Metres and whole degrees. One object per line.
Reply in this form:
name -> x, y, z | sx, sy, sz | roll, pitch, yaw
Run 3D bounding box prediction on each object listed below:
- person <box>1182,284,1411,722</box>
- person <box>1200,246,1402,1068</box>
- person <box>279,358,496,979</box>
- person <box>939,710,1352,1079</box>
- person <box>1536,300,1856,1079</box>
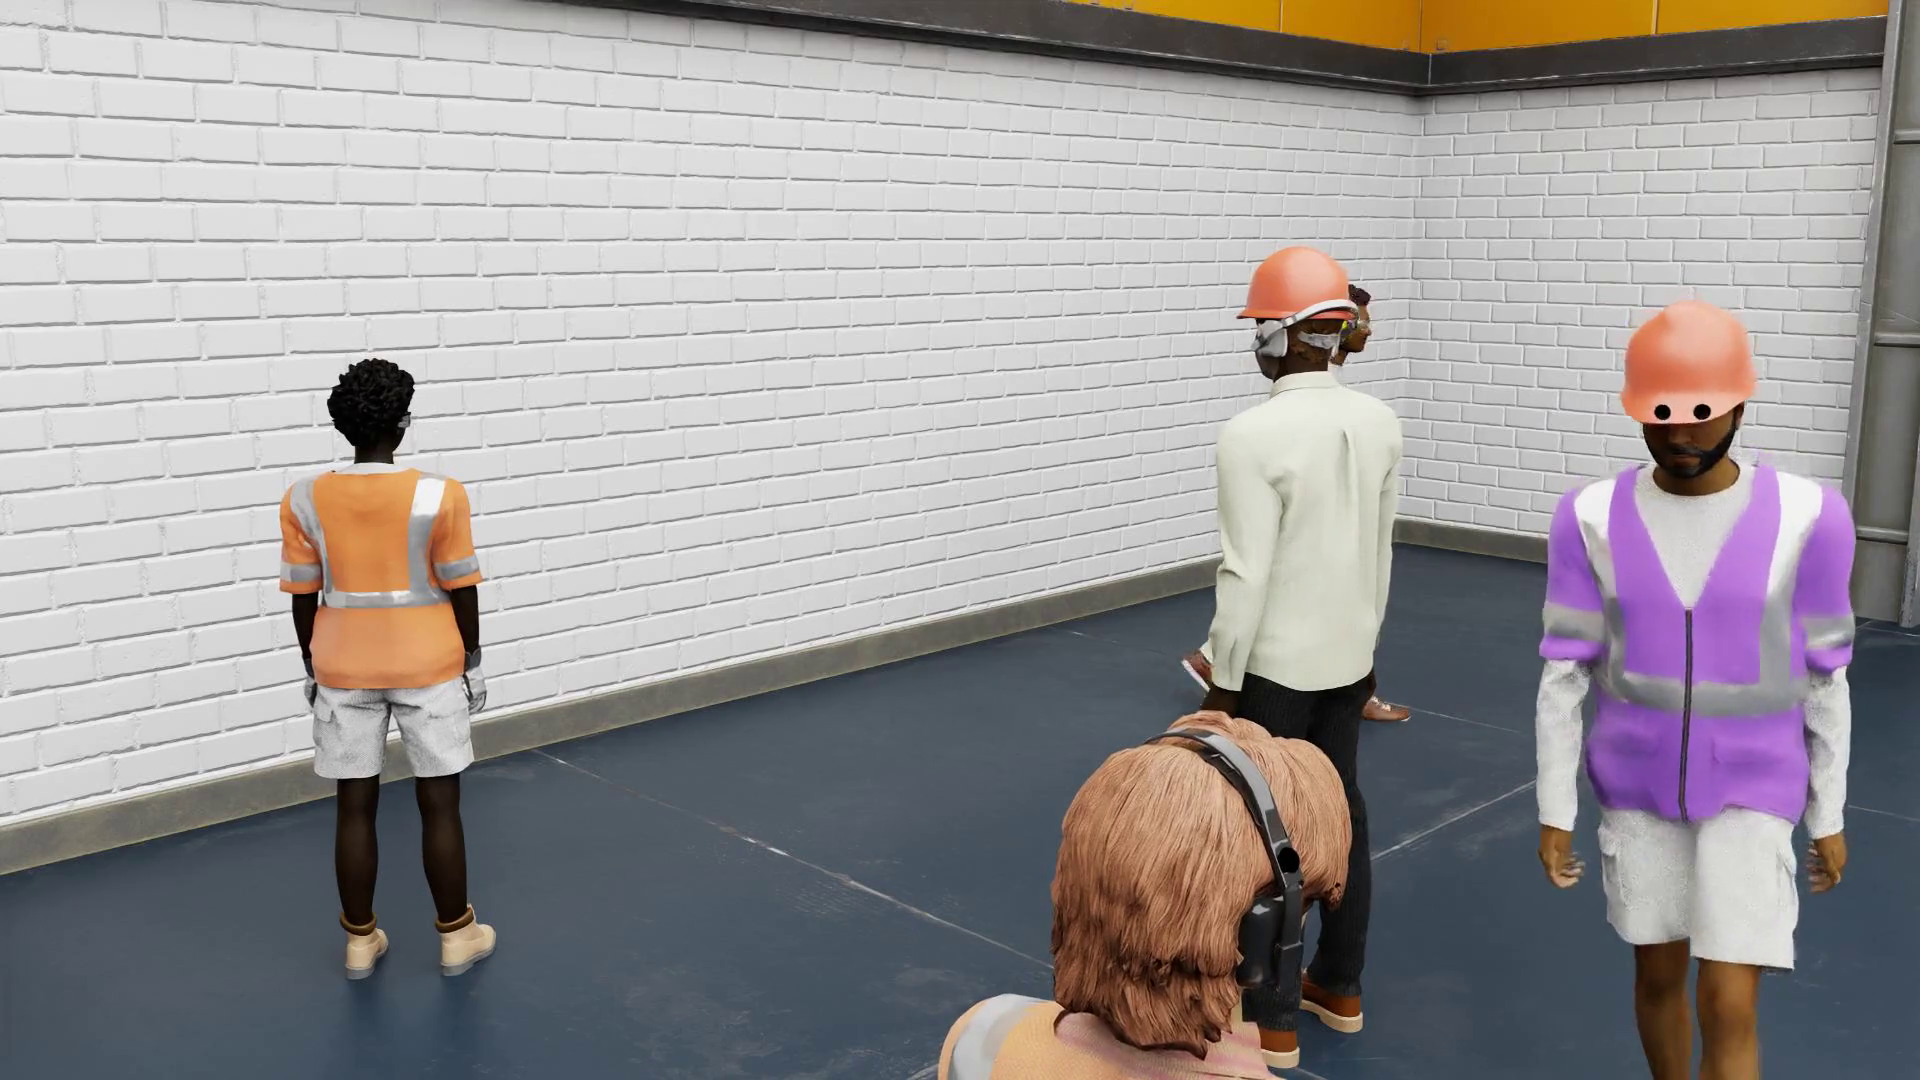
person -> 1.412, -0.151, 6.947 | 0.908, 1.835, 0.534 | 2, 11, 9
person -> 0.814, 0.289, 4.095 | 0.622, 1.992, 0.393 | -8, 13, -39
person -> -1.543, 0.360, 4.515 | 0.529, 1.697, 0.321 | 0, 10, -1
person -> 0.185, 0.954, 1.432 | 0.514, 1.642, 0.310 | 10, 14, 43
person -> 1.362, 0.509, 3.156 | 0.570, 1.894, 0.852 | 6, 12, 30
